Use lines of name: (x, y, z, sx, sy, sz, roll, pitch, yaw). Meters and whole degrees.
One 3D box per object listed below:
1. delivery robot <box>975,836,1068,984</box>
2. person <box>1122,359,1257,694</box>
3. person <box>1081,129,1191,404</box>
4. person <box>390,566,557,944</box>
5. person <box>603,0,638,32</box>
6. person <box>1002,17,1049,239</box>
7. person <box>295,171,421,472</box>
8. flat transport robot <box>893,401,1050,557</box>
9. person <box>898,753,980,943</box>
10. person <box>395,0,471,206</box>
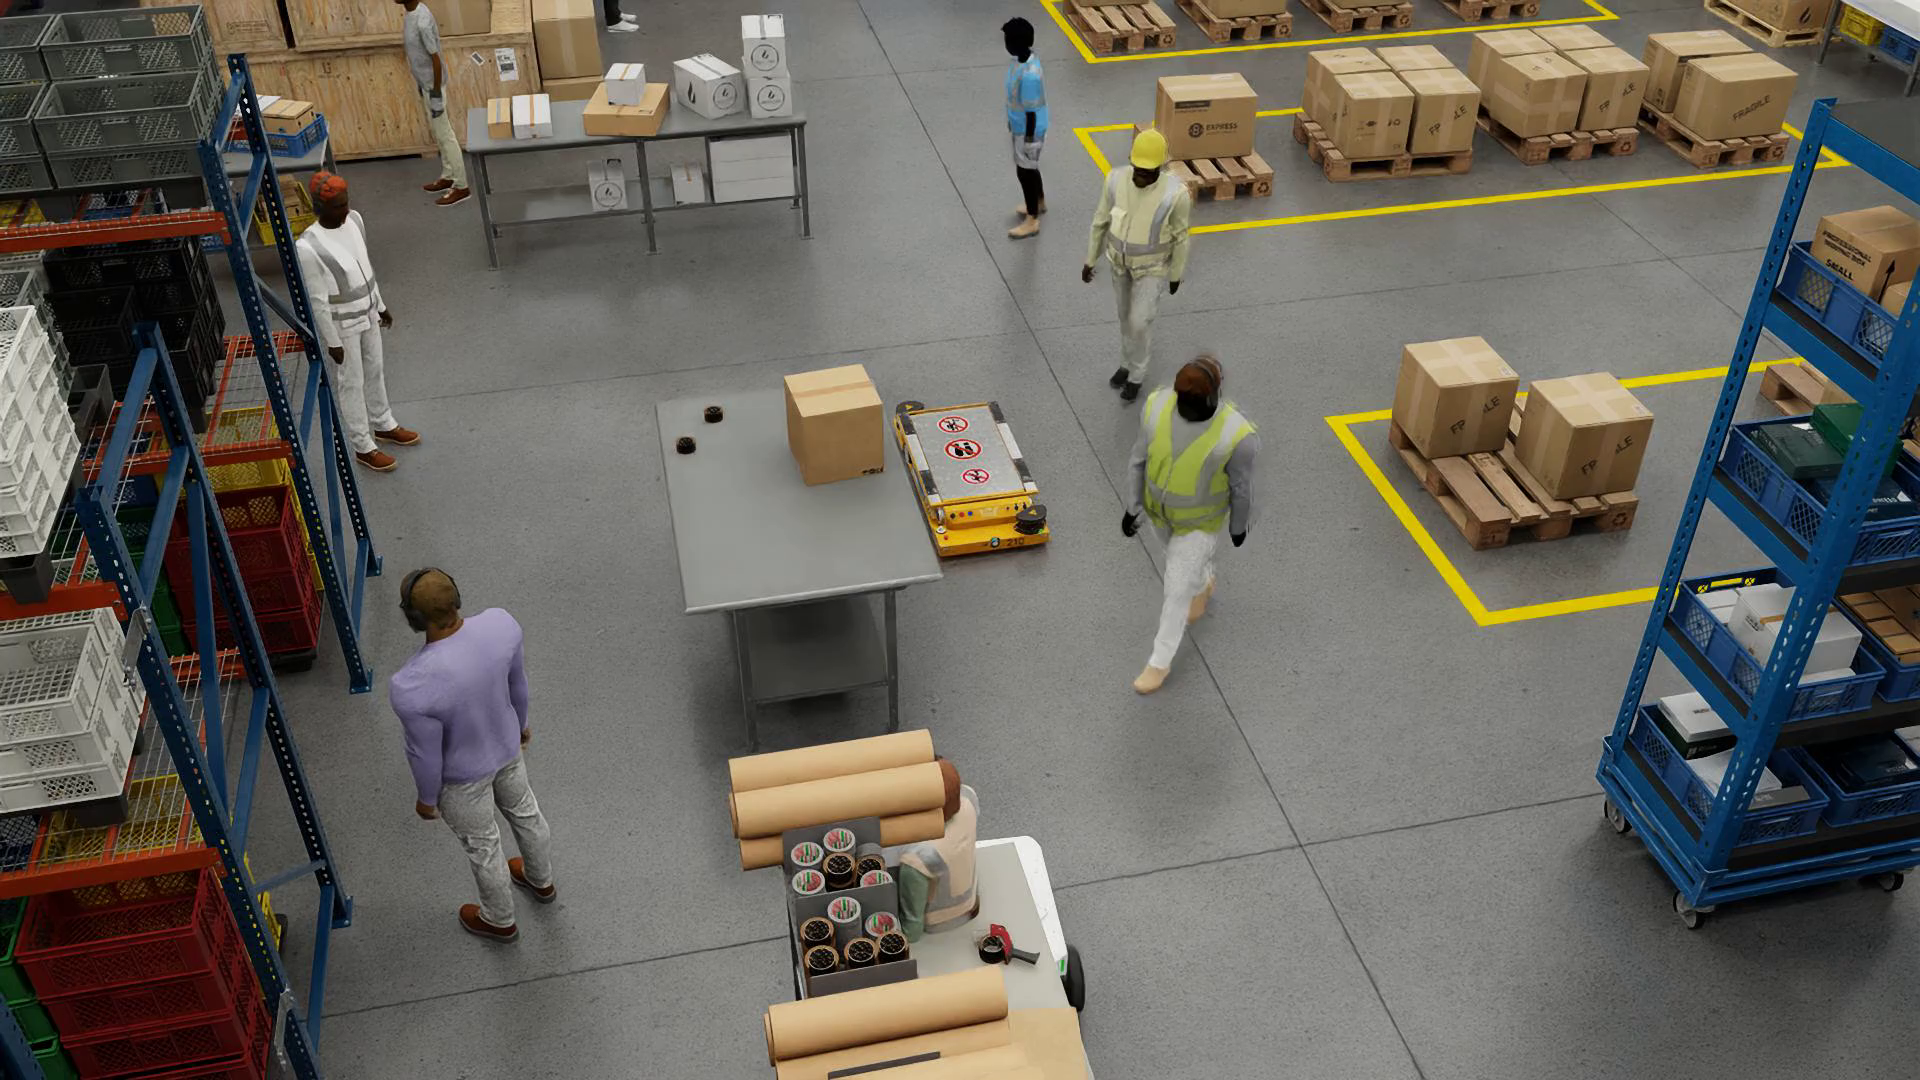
delivery robot: (0.231, 1.591, 7.081, 0.477, 0.478, 0.707, -5, 37, -7)
person: (1.173, -0.170, 8.492, 0.609, 1.798, 0.925, 27, 44, 31)
person: (1.071, -1.729, 10.569, 0.615, 1.817, 0.605, 23, 43, 28)
person: (-2.026, 0.905, 6.932, 0.373, 1.935, 0.627, 21, 41, 25)
person: (-3.416, -5.904, 16.107, 0.388, 1.911, 0.592, -9, 38, -12)
person: (0.525, -3.120, 12.548, 0.448, 1.677, 0.612, -4, 37, -6)
person: (-3.623, -1.313, 9.952, 0.356, 1.887, 0.572, 9, 38, 12)
flat transport robot: (0.046, -0.430, 10.108, 0.652, 0.197, 1.431, -8, 37, -10)
person: (-0.074, 1.463, 6.435, 0.319, 1.630, 0.522, 17, 40, 22)
person: (-4.139, -3.527, 12.941, 0.335, 1.873, 0.519, -17, 40, -21)
